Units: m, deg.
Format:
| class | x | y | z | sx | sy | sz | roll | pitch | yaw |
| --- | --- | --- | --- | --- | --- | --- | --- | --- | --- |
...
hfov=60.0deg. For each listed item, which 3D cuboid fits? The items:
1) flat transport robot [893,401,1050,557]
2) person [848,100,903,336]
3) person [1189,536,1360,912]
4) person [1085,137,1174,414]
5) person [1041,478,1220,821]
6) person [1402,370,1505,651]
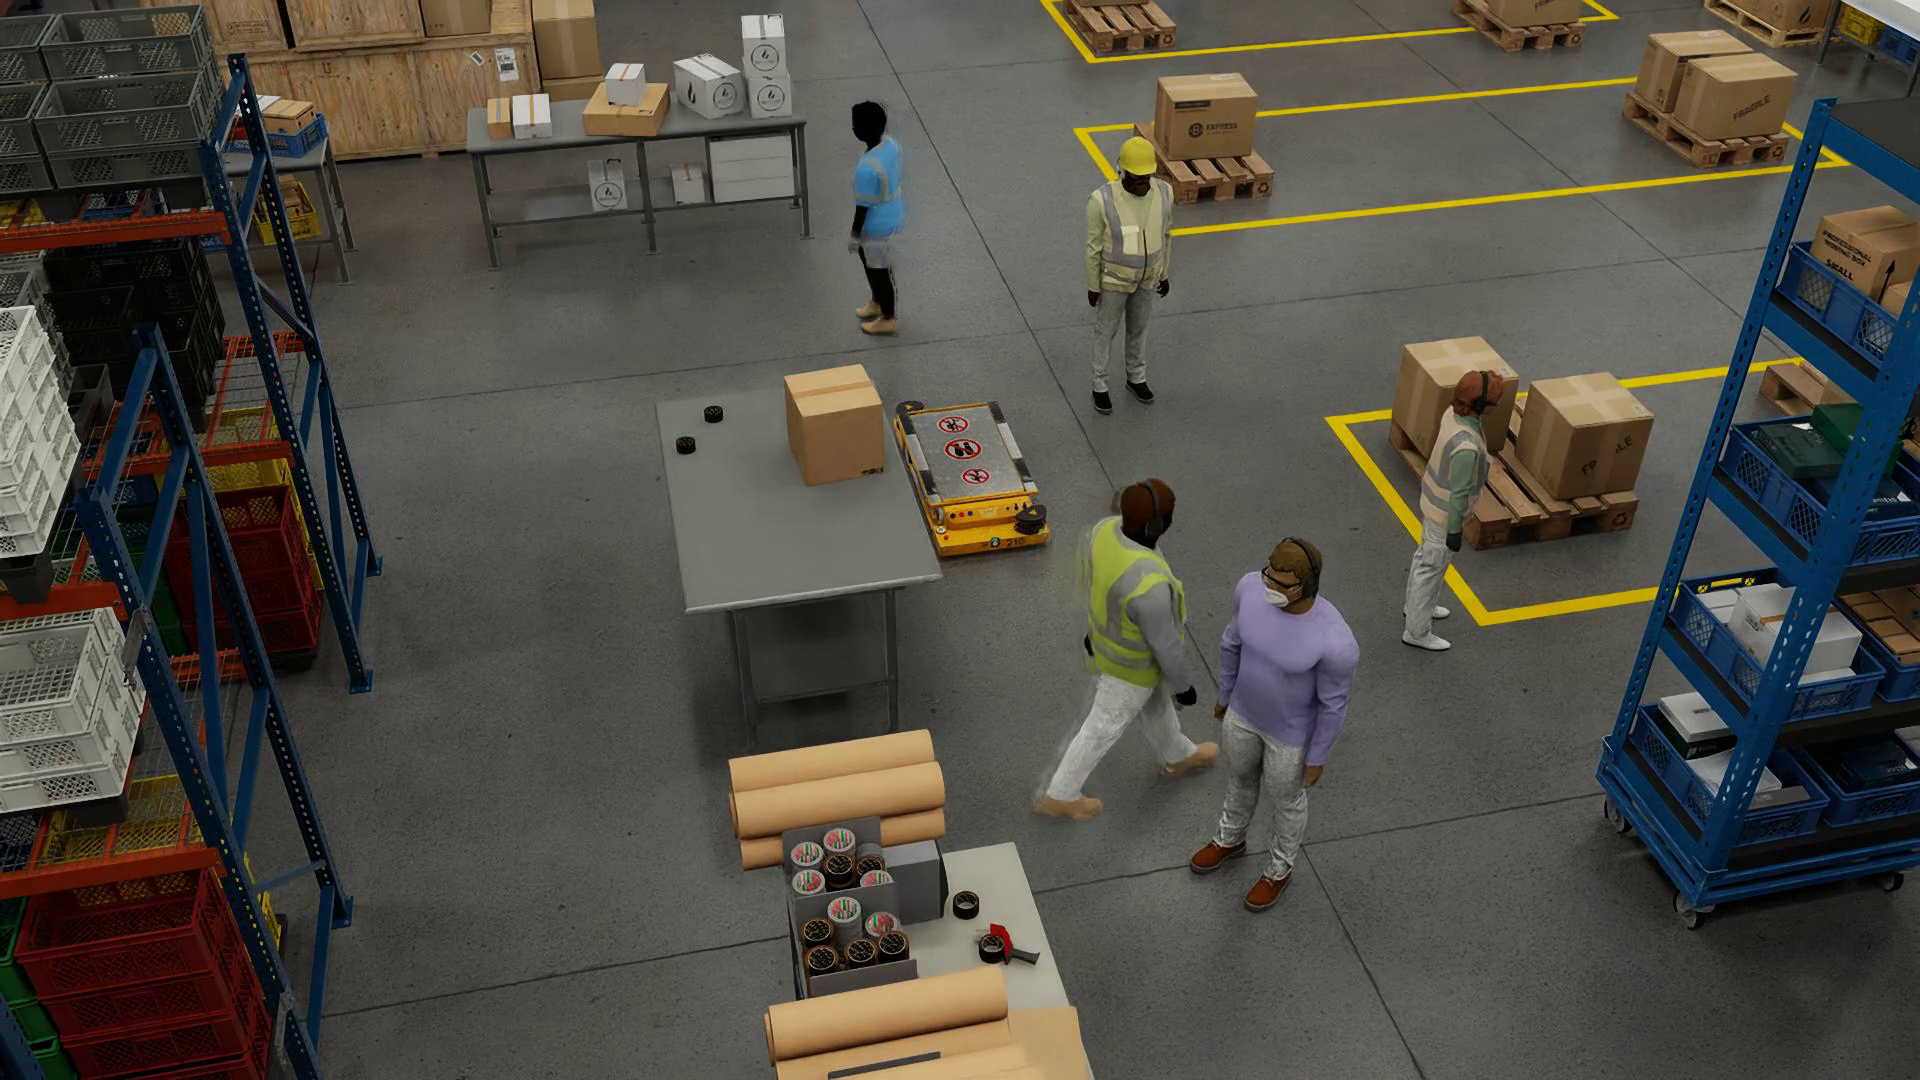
| class | x | y | z | sx | sy | sz | roll | pitch | yaw |
| --- | --- | --- | --- | --- | --- | --- | --- | --- | --- |
| flat transport robot | 0.046 | -0.430 | 10.108 | 0.652 | 0.197 | 1.431 | -8 | 37 | -10 |
| person | -0.634 | -2.159 | 11.242 | 0.484 | 1.685 | 0.555 | 8 | 37 | 11 |
| person | 1.334 | 0.780 | 7.097 | 0.373 | 1.940 | 0.628 | -28 | 45 | -32 |
| person | 1.067 | -1.667 | 10.472 | 0.590 | 1.833 | 0.403 | -14 | 39 | -18 |
| person | 0.803 | 0.510 | 7.590 | 0.961 | 1.792 | 0.642 | -6 | 37 | -8 |
| person | 2.528 | -0.160 | 8.614 | 0.313 | 1.634 | 0.514 | 6 | 37 | 8 |
